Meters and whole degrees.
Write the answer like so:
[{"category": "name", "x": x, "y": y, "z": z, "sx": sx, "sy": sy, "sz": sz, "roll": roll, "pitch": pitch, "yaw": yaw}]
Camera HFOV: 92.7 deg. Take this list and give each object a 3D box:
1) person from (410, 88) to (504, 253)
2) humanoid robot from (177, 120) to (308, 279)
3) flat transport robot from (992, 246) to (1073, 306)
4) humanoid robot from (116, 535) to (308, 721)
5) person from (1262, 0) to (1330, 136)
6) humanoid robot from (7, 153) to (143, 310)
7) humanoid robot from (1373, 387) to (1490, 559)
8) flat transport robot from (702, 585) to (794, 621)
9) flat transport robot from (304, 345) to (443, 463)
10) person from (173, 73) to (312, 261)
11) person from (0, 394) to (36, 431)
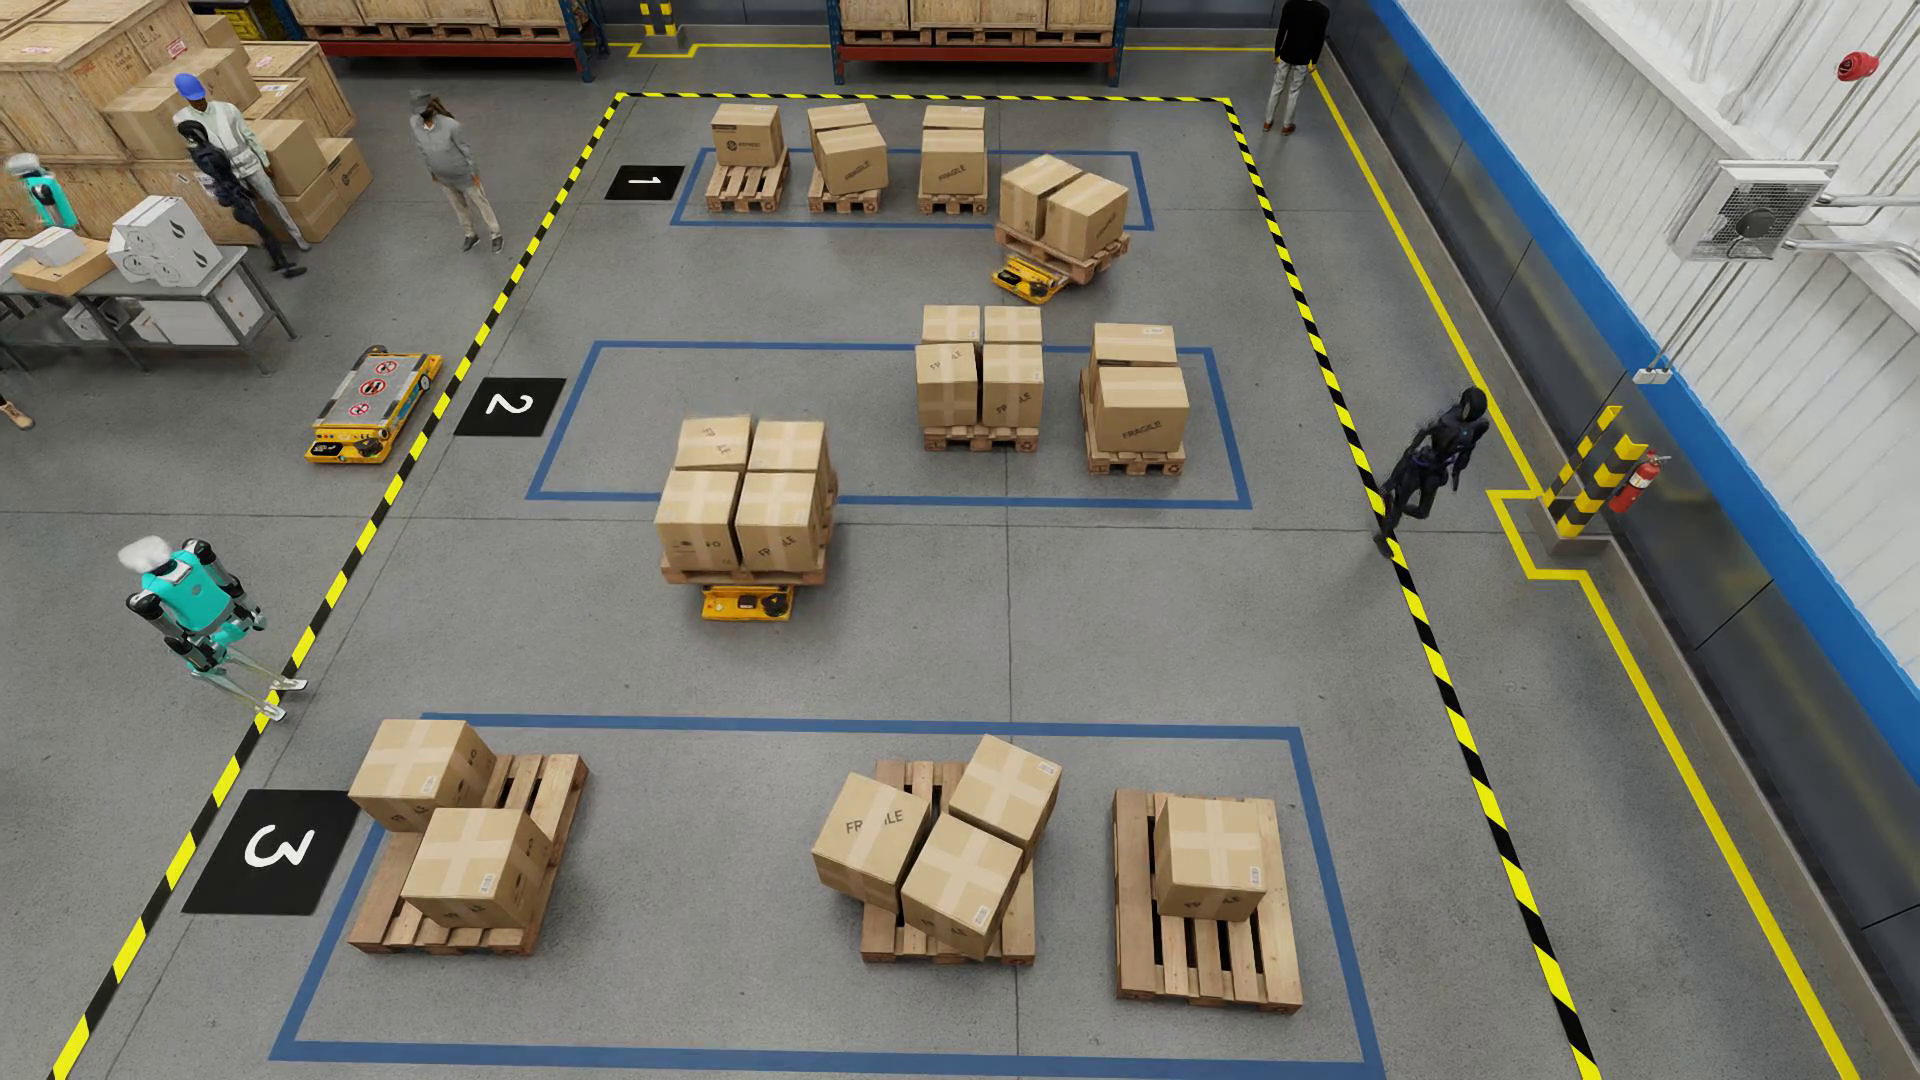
[{"category": "person", "x": -5.331, "y": -3.887, "z": 9.674, "sx": 0.562, "sy": 1.766, "sz": 0.400, "roll": 5, "pitch": 50, "yaw": 5}, {"category": "humanoid robot", "x": -7.360, "y": -3.492, "z": 9.396, "sx": 0.377, "sy": 1.655, "sz": 0.587, "roll": -25, "pitch": 54, "yaw": -20}, {"category": "flat transport robot", "x": 1.055, "y": -3.062, "z": 9.940, "sx": 0.652, "sy": 0.197, "sz": 1.431, "roll": 34, "pitch": 58, "yaw": 25}, {"category": "humanoid robot", "x": -4.864, "y": 0.554, "z": 5.848, "sx": 0.735, "sy": 1.676, "sz": 0.533, "roll": 9, "pitch": 50, "yaw": 8}, {"category": "person", "x": 4.176, "y": -6.015, "z": 11.399, "sx": 0.587, "sy": 1.885, "sz": 0.361, "roll": 25, "pitch": 54, "yaw": 20}, {"category": "humanoid robot", "x": -8.545, "y": -2.731, "z": 8.697, "sx": 1.001, "sy": 1.706, "sz": 0.540, "roll": -26, "pitch": 55, "yaw": -21}, {"category": "humanoid robot", "x": 3.478, "y": -0.565, "z": 6.918, "sx": 0.616, "sy": 1.642, "sz": 0.462, "roll": -7, "pitch": 50, "yaw": -6}, {"category": "flat transport robot", "x": -1.612, "y": 0.012, "z": 7.338, "sx": 0.652, "sy": 0.197, "sz": 1.431, "roll": 1, "pitch": 50, "yaw": 1}, {"category": "flat transport robot", "x": -5.383, "y": -1.269, "z": 8.441, "sx": 0.659, "sy": 0.231, "sz": 1.431, "roll": 1, "pitch": 50, "yaw": 1}, {"category": "person", "x": -7.510, "y": -3.865, "z": 9.548, "sx": 0.602, "sy": 1.937, "sz": 0.411, "roll": -31, "pitch": 56, "yaw": -23}, {"category": "person", "x": -8.692, "y": -1.617, "z": 7.585, "sx": 0.413, "sy": 2.034, "sz": 0.600, "roll": 34, "pitch": 57, "yaw": 25}]
